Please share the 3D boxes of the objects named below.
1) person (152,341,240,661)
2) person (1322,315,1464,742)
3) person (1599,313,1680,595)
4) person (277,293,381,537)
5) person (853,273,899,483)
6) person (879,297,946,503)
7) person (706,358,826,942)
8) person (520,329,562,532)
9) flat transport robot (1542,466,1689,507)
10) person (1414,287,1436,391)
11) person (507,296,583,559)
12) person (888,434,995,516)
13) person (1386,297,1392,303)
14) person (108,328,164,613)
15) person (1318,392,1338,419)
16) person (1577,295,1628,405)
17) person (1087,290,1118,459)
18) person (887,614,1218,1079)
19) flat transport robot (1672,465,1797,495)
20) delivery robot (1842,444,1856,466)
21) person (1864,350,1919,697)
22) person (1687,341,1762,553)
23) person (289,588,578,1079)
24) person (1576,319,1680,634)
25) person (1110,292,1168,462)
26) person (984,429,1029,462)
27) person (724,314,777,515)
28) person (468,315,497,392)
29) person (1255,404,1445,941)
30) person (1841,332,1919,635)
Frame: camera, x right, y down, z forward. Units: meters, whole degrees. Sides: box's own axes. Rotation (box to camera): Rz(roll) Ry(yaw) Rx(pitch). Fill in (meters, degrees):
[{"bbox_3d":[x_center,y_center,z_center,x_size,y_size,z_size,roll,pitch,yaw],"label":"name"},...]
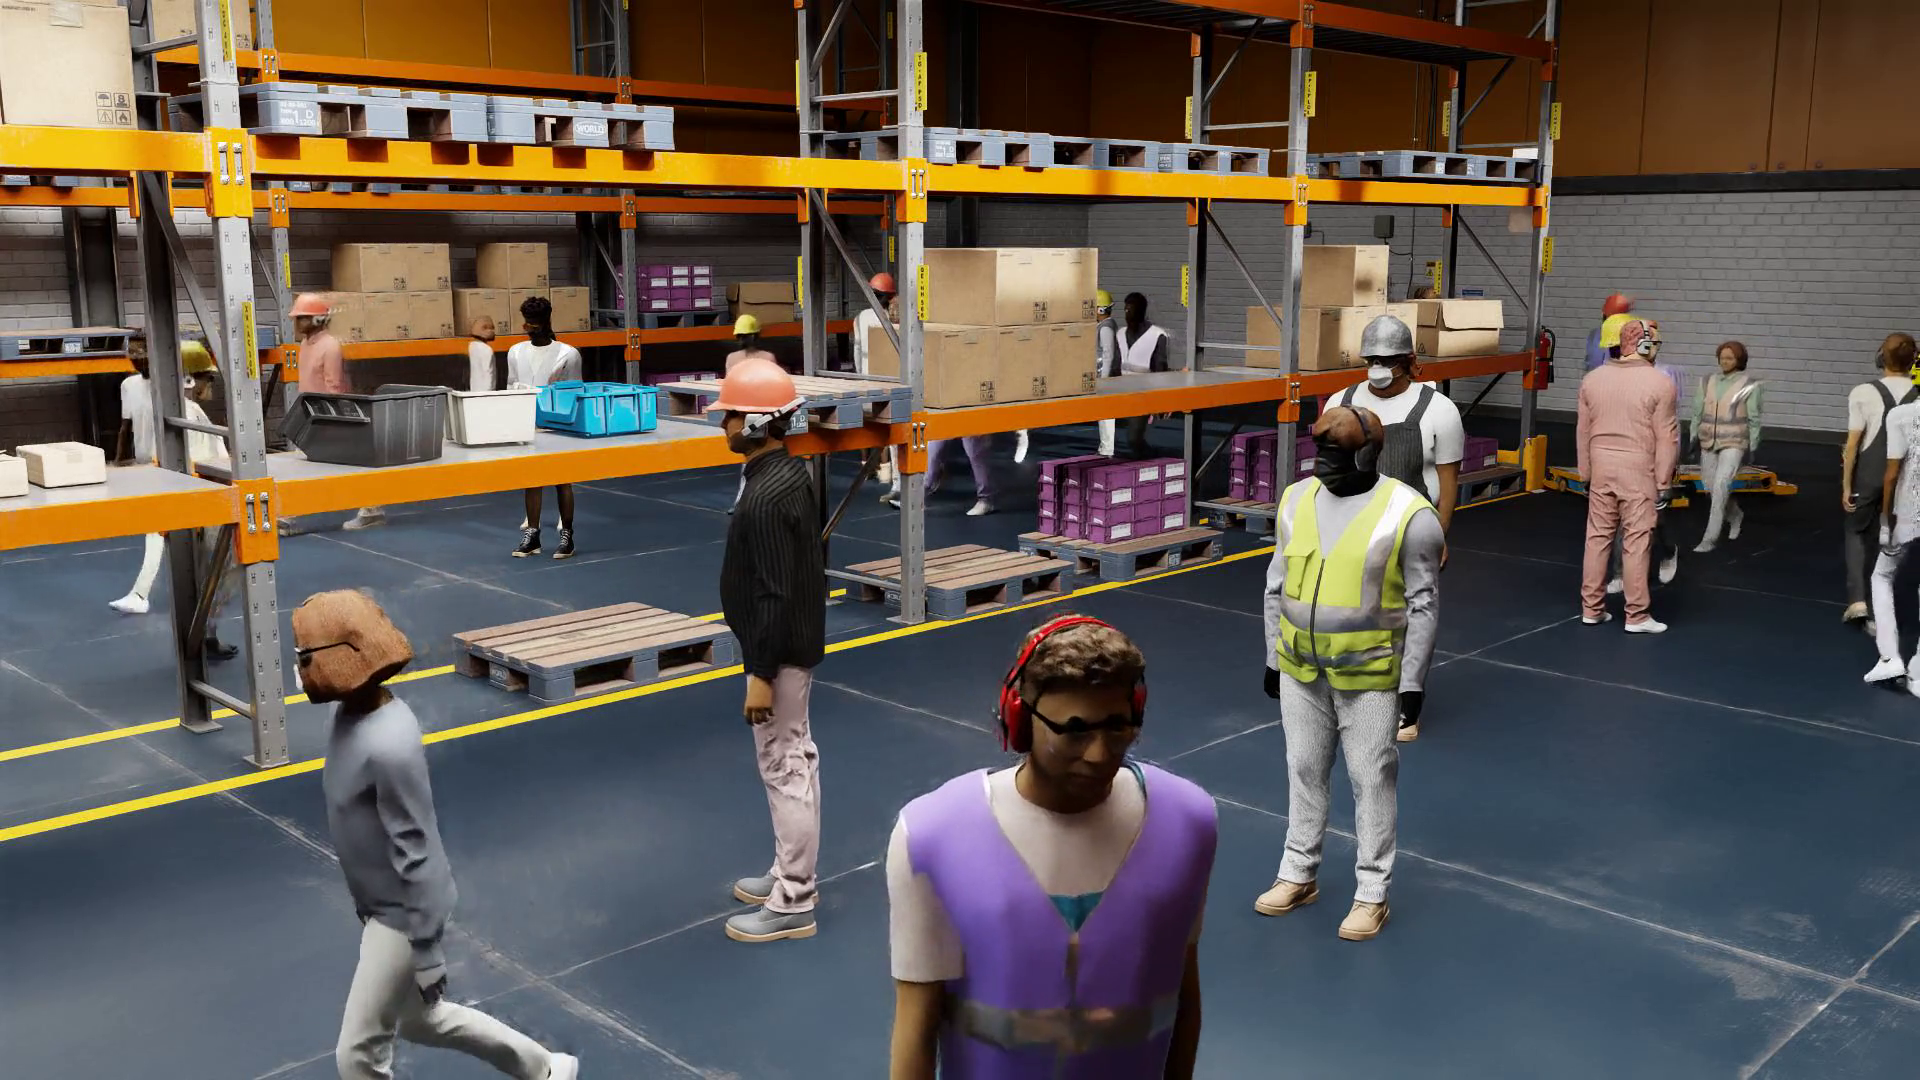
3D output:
[{"bbox_3d":[-4.268,-0.201,9.329,0.442,1.820,0.618,-6,12,-29],"label":"person"},{"bbox_3d":[1.999,-0.055,7.944,0.689,2.000,0.538,6,12,29],"label":"person"},{"bbox_3d":[4.520,-0.571,11.157,0.604,1.891,0.639,-6,12,-29],"label":"person"},{"bbox_3d":[-5.154,-0.991,13.308,0.644,1.937,1.045,9,14,41],"label":"person"},{"bbox_3d":[-0.761,-1.583,16.271,0.390,2.040,0.614,-10,15,-44],"label":"person"},{"bbox_3d":[-0.445,-1.257,14.974,0.542,1.867,0.596,-7,13,-35],"label":"person"},{"bbox_3d":[-0.653,0.378,5.704,0.391,1.995,0.613,0,10,2],"label":"person"},{"bbox_3d":[-3.379,-0.910,13.549,0.529,1.695,0.321,1,10,5],"label":"person"},{"bbox_3d":[5.959,-0.497,15.182,0.652,0.197,1.431,-1,11,-7],"label":"flat transport robot"},{"bbox_3d":[5.049,-1.839,18.219,0.429,1.844,0.625,8,13,38],"label":"person"},{"bbox_3d":[-3.107,-0.834,12.412,0.604,1.959,0.378,2,11,12],"label":"person"},{"bbox_3d":[-0.106,-1.089,14.100,1.015,1.852,0.671,-9,13,-39],"label":"person"},{"bbox_3d":[5.143,-2.358,20.837,0.672,1.913,0.634,8,13,38],"label":"person"},{"bbox_3d":[-5.226,-0.464,10.788,0.545,1.812,0.973,3,11,18],"label":"person"},{"bbox_3d":[3.714,-1.465,16.380,0.318,1.767,0.530,-7,12,-32],"label":"person"},{"bbox_3d":[6.108,-1.381,15.694,1.009,1.867,0.611,-9,14,-40],"label":"person"},{"bbox_3d":[1.499,-1.722,17.609,0.403,1.829,0.599,1,10,3],"label":"person"},{"bbox_3d":[0.161,1.015,2.708,0.561,1.817,0.598,-2,11,-8],"label":"person"},{"bbox_3d":[6.969,-0.566,15.561,1.431,0.197,0.652,-1,10,-4],"label":"flat transport robot"},{"bbox_3d":[8.726,-0.778,15.686,0.707,0.478,0.477,4,11,22],"label":"delivery robot"},{"bbox_3d":[5.074,-0.098,8.737,0.522,1.844,0.479,2,11,9],"label":"person"},{"bbox_3d":[5.903,-0.731,12.792,0.747,1.614,0.519,-7,12,-32],"label":"person"},{"bbox_3d":[-1.298,0.885,4.037,0.739,1.596,0.539,-6,12,-32],"label":"person"},{"bbox_3d":[4.069,-0.386,10.126,0.399,1.905,0.643,-7,13,-34],"label":"person"},{"bbox_3d":[1.612,-1.290,15.068,0.459,1.897,0.583,-7,12,-32],"label":"person"},{"bbox_3d":[0.442,-1.688,17.341,0.646,1.871,0.901,5,12,25],"label":"person"},{"bbox_3d":[-1.822,-1.129,14.658,0.538,1.726,0.894,6,12,29],"label":"person"},{"bbox_3d":[-4.877,-1.464,16.807,0.728,1.612,0.499,-9,14,-40],"label":"person"},{"bbox_3d":[1.312,0.450,5.740,0.634,1.840,0.429,9,14,41],"label":"person"},{"bbox_3d":[5.615,-0.343,10.085,0.518,1.825,0.487,4,11,19],"label":"person"}]
